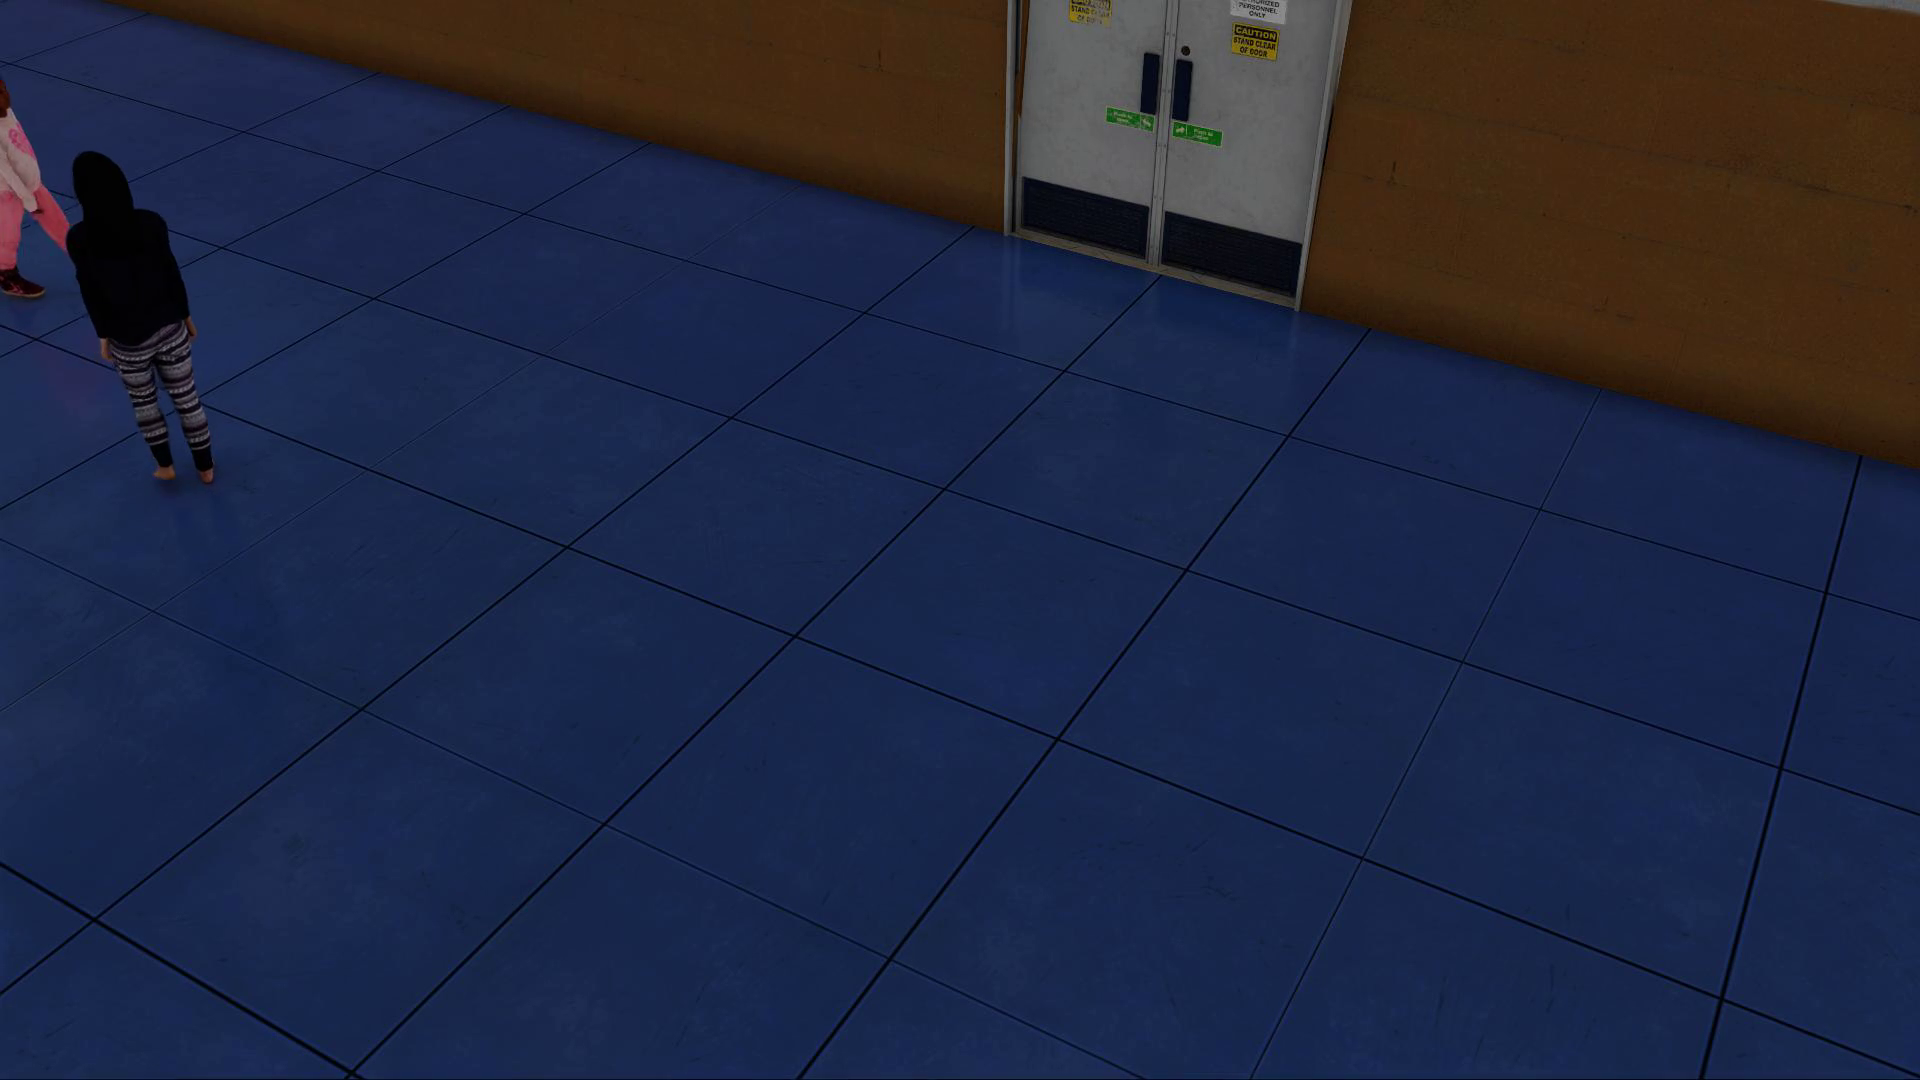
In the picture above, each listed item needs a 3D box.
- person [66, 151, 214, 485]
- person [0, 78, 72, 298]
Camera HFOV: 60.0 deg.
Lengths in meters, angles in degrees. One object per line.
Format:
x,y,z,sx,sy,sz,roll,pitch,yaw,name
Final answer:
-3.924,-1.014,8.013,0.652,1.716,0.765,-24,43,-29,person
-5.536,-2.037,9.629,0.898,1.413,0.993,2,37,2,person
